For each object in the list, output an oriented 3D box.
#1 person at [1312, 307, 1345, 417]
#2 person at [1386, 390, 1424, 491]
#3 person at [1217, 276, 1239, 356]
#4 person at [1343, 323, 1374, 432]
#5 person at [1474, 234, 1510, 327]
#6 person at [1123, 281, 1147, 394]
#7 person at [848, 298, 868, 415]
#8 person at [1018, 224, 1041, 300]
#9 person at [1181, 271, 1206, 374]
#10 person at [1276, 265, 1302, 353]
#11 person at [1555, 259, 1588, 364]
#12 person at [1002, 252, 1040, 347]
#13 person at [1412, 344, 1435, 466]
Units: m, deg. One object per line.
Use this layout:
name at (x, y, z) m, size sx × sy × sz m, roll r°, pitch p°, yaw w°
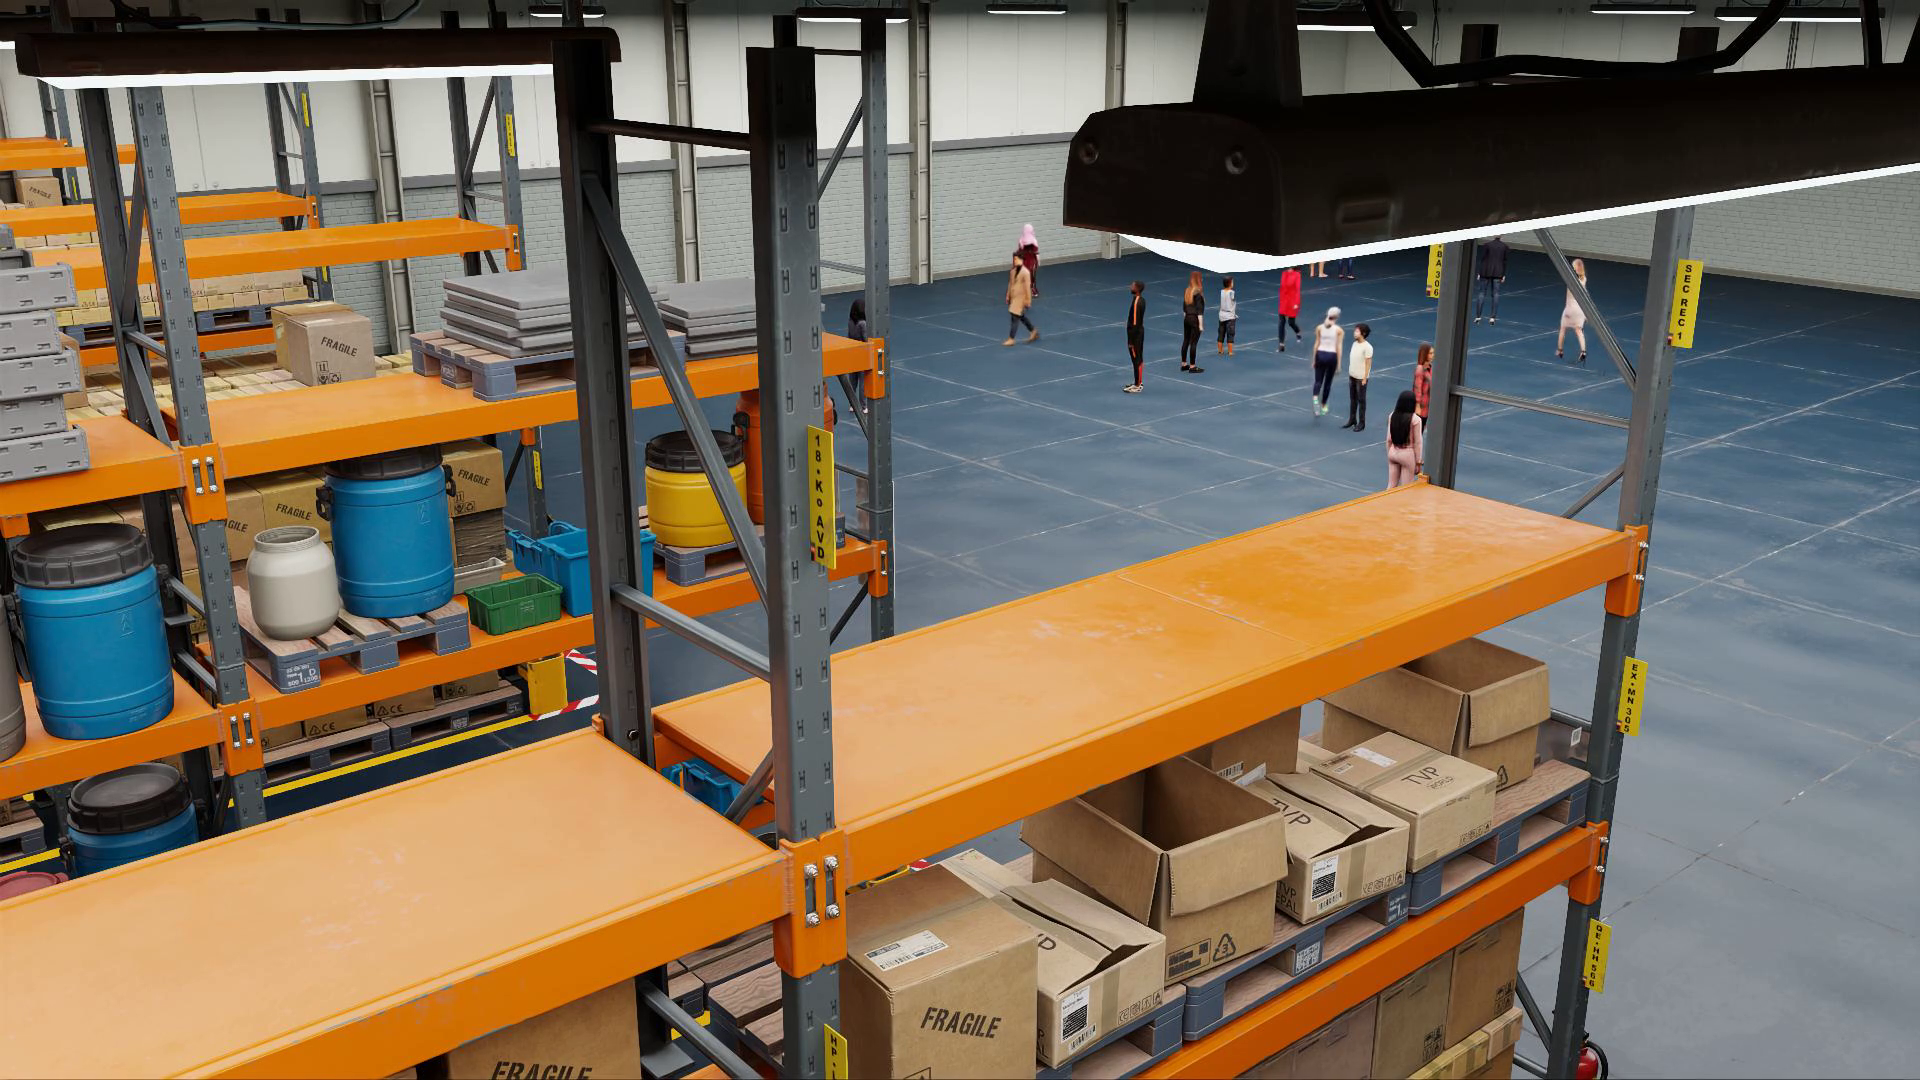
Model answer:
person at (5.517, -2.648, 25.107) m, size 0.874 × 1.672 × 1.112 m, roll 8°, pitch 20°, yaw 24°
person at (5.267, -0.945, 19.801) m, size 0.515 × 1.719 × 0.617 m, roll -14°, pitch 23°, yaw -37°
person at (4.788, -4.059, 29.785) m, size 0.609 × 1.456 × 0.570 m, roll 13°, pitch 22°, yaw 35°
person at (5.874, -2.401, 24.484) m, size 0.581 × 1.587 × 0.646 m, roll -7°, pitch 19°, yaw -21°
person at (9.377, -4.709, 29.480) m, size 0.824 × 1.782 × 0.783 m, roll 3°, pitch 18°, yaw 9°
person at (2.857, -3.301, 26.891) m, size 0.766 × 1.808 × 0.658 m, roll 5°, pitch 19°, yaw 16°
person at (-1.550, -2.827, 25.508) m, size 0.616 × 1.763 × 0.533 m, roll 17°, pitch 25°, yaw 42°
person at (1.390, -5.776, 34.821) m, size 0.739 × 1.604 × 1.077 m, roll 16°, pitch 24°, yaw 40°
person at (3.950, -3.719, 28.340) m, size 0.574 × 1.706 × 0.640 m, roll -10°, pitch 21°, yaw -28°
person at (5.963, -4.244, 29.909) m, size 0.867 × 1.733 × 0.644 m, roll -16°, pitch 24°, yaw -40°
person at (10.734, -3.939, 28.882) m, size 1.139 × 1.788 × 1.008 m, roll -3°, pitch 18°, yaw -10°
person at (1.157, -4.435, 30.546) m, size 1.143 × 1.701 × 0.731 m, roll -11°, pitch 21°, yaw -31°
person at (6.238, -1.818, 22.506) m, size 0.720 × 1.702 × 0.564 m, roll 13°, pitch 22°, yaw 35°
